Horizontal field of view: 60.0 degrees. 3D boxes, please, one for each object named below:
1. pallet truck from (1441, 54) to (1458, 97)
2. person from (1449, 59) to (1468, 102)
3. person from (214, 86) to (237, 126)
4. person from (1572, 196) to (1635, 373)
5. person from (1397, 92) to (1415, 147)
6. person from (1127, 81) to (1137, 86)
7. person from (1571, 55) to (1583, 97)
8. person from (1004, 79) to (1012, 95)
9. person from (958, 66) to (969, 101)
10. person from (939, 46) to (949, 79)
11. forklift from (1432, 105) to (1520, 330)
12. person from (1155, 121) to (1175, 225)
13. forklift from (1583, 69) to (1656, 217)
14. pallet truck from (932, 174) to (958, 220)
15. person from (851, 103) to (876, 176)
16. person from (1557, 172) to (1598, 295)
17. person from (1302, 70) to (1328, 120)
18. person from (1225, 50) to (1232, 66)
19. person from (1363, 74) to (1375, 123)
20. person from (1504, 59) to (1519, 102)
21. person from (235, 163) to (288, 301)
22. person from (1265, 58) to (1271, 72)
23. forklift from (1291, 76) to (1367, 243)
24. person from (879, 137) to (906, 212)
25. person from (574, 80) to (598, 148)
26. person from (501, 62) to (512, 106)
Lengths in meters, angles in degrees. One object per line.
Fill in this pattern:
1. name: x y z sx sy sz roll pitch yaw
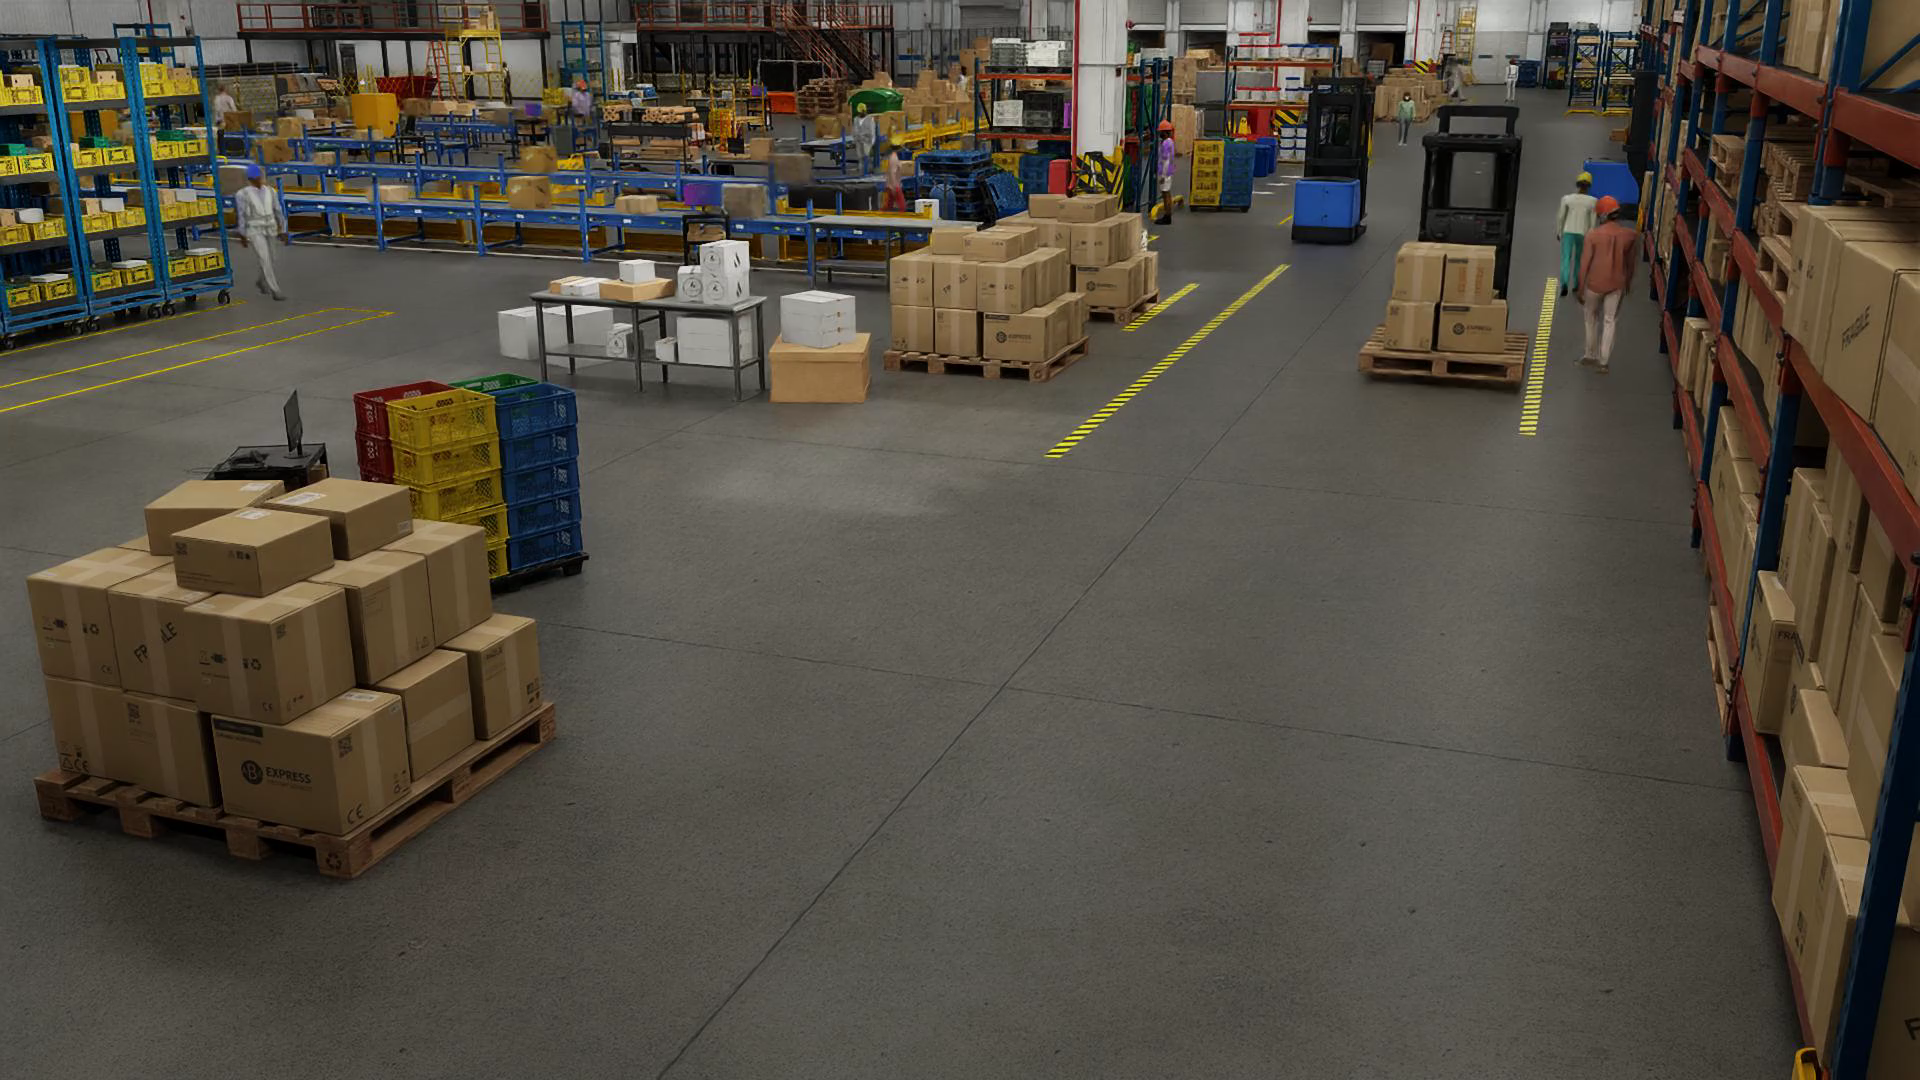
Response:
1. pallet truck: 22.765 -21.886 78.355 0.823 1.965 1.885 -4 18 -14
2. person: 22.173 -20.450 74.050 1.084 1.886 0.629 -2 18 -5
3. person: -21.230 -12.207 48.190 0.656 1.856 1.011 10 20 28
4. person: 7.221 -2.845 18.598 0.686 1.955 0.692 1 18 2
5. person: 13.341 -12.568 49.727 0.502 1.600 0.795 2 18 7
6. person: 6.602 -16.949 62.953 0.958 1.920 0.607 9 20 26
7. person: 28.934 -21.727 77.965 0.587 1.930 0.360 9 20 26
8. person: 1.706 -15.813 59.372 0.360 1.938 0.545 6 19 18
9. person: 0.131 -17.395 64.466 1.025 1.861 0.615 9 20 25
10. person: -0.860 -28.613 99.662 1.028 1.895 0.630 7 19 21
11. forklift: 6.241 -3.900 20.409 1.129 2.768 1.873 6 19 19
12. person: 3.874 -6.970 31.588 0.375 1.935 0.551 5 18 15
13. forklift: 13.219 -7.740 32.475 1.873 2.768 1.129 6 19 18
14. pallet truck: -0.507 -5.292 27.348 0.653 1.274 1.630 6 19 19
15. person: -2.332 -9.575 39.964 0.614 1.818 0.431 9 20 25
16. person: 8.810 -4.377 23.766 0.522 1.738 0.831 7 19 20
17. person: 13.353 -16.627 62.132 0.982 1.821 0.542 -2 18 -8
18. person: 14.689 -25.890 90.946 0.392 1.991 0.612 4 18 14
19. person: 13.418 -14.334 54.746 0.412 1.922 0.567 13 22 35
20. person: 24.584 -20.498 74.179 0.573 1.883 0.354 -2 18 -7
21. person: -9.860 -4.362 23.471 0.995 1.895 0.629 14 22 37
22. person: 14.189 -21.424 77.152 0.743 1.850 0.518 5 18 15
23. forklift: 6.598 -6.755 29.381 1.129 2.768 1.873 6 19 19
24. person: -1.254 -6.477 30.372 0.831 1.738 0.536 -2 18 -5
25. person: -11.191 -12.607 49.250 1.021 1.981 0.633 9 20 25
26. person: -19.431 -19.527 71.190 0.331 1.844 0.520 10 20 28
